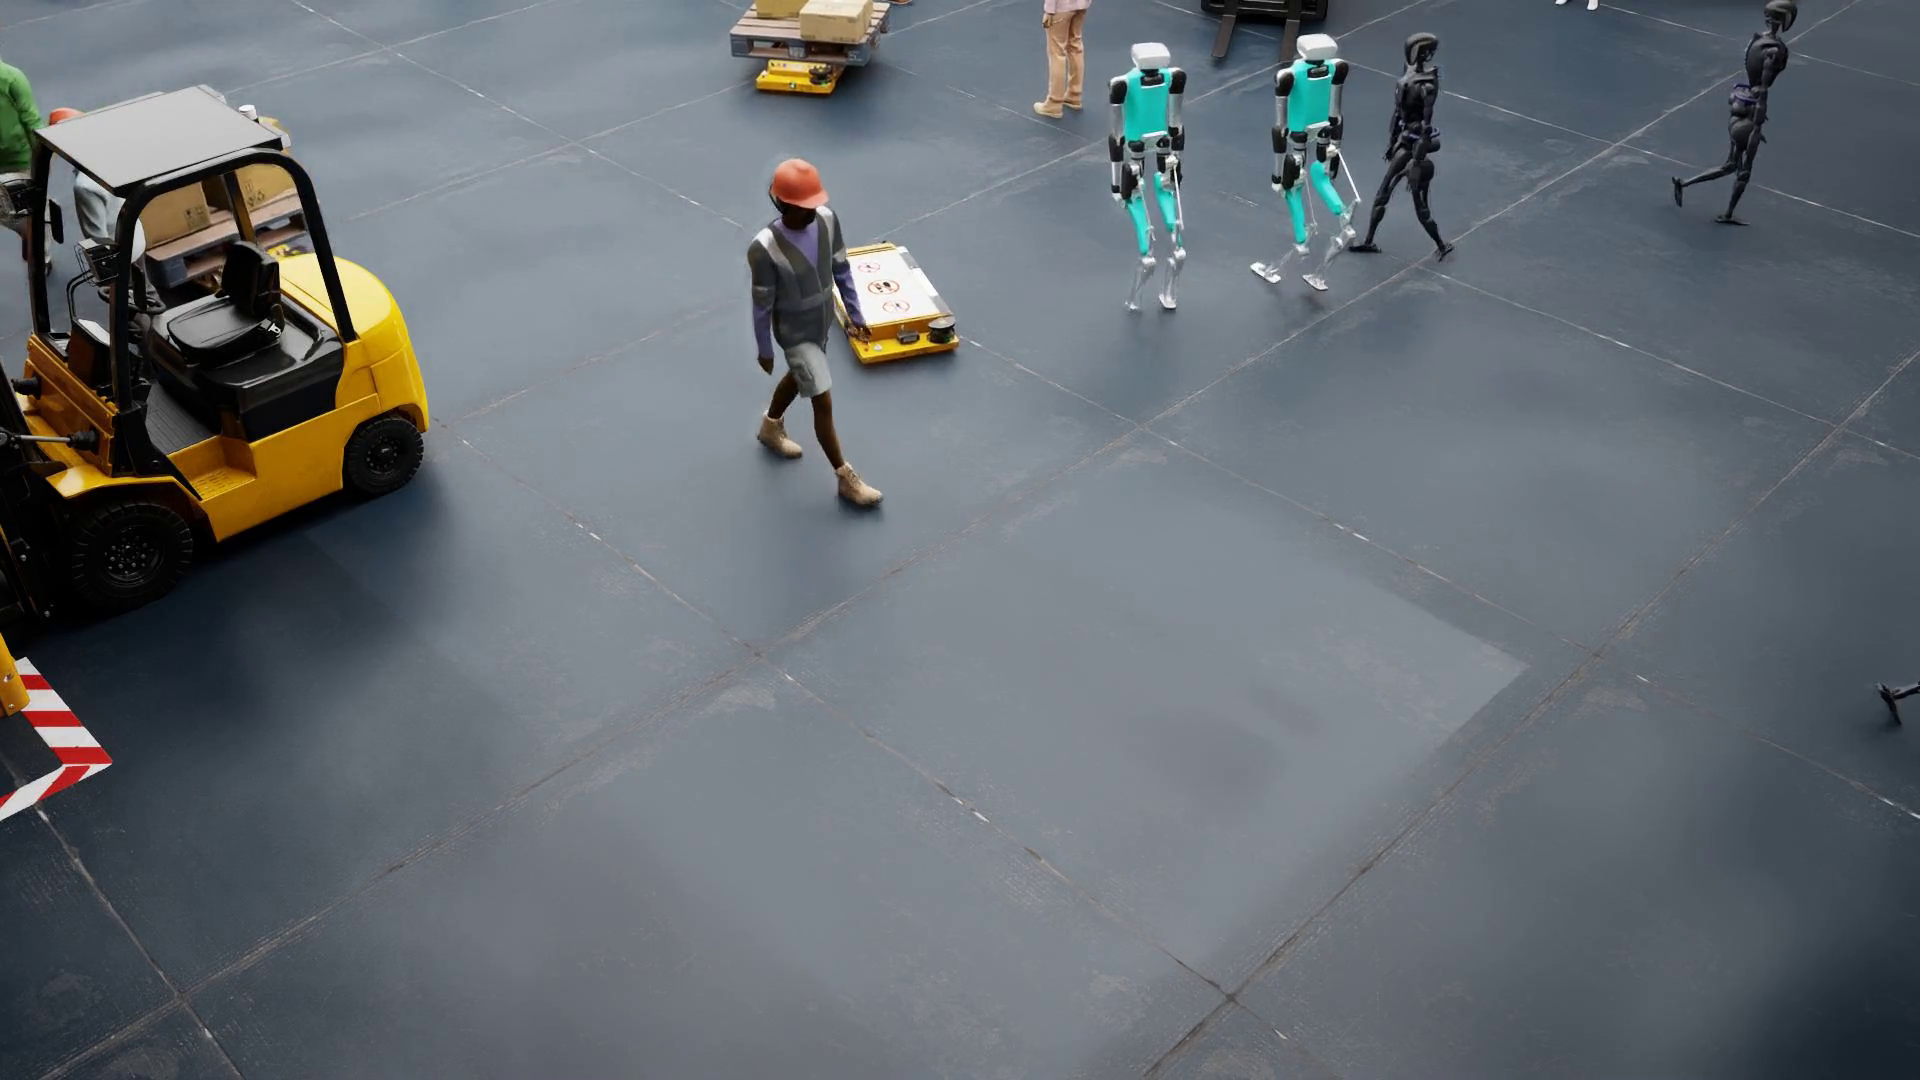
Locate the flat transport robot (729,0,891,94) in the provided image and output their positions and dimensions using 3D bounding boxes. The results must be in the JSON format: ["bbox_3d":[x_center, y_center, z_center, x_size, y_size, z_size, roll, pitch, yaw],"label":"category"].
[{"bbox_3d":[-1.307,-4.334,14.798,0.659,0.231,1.431,7,37,9],"label":"flat transport robot"}]

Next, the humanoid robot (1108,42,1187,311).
[{"bbox_3d":[1.289,-2.254,10.815,0.530,1.813,0.756,-13,39,-17],"label":"humanoid robot"}]

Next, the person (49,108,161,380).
[{"bbox_3d":[-5.185,-1.801,10.177,0.352,1.742,0.572,-4,37,-5],"label":"person"}]

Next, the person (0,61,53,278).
[{"bbox_3d":[-6.435,-2.599,11.233,0.599,1.755,0.446,-4,37,-5],"label":"person"}]

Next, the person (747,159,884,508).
[{"bbox_3d":[-0.848,-1.181,9.145,1.037,1.994,0.626,24,43,28],"label":"person"}]

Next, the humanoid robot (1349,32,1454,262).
[{"bbox_3d":[3.158,-2.693,11.479,0.724,1.663,0.586,-5,37,-7],"label":"humanoid robot"}]

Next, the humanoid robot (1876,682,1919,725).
[{"bbox_3d":[4.687,0.314,7.418,0.688,1.638,0.614,16,40,20],"label":"humanoid robot"}]

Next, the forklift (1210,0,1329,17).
[{"bbox_3d":[3.106,-6.400,15.960,1.214,2.155,2.313,8,37,10],"label":"forklift"}]

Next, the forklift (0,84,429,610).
[{"bbox_3d":[-4.145,-1.093,8.856,2.313,2.155,1.214,-31,47,-34],"label":"forklift"}]

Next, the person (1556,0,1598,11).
[{"bbox_3d":[6.030,-5.852,15.684,0.512,1.638,0.307,21,41,25],"label":"person"}]

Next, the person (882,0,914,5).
[{"bbox_3d":[-0.647,-6.089,15.756,0.367,1.936,0.629,-4,37,-5],"label":"person"}]

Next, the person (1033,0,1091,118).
[{"bbox_3d":[0.884,-4.345,13.558,0.415,1.774,0.537,26,44,30],"label":"person"}]

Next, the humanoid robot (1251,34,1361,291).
[{"bbox_3d":[2.366,-2.372,10.961,0.534,1.787,0.866,-16,40,-20],"label":"humanoid robot"}]

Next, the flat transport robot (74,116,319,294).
[{"bbox_3d":[-5.247,-2.045,11.734,1.431,0.231,0.659,27,44,31],"label":"flat transport robot"}]

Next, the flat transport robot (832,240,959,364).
[{"bbox_3d":[-0.545,-1.640,11.192,0.659,0.231,1.431,-12,38,-15],"label":"flat transport robot"}]

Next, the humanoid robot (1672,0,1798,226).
[{"bbox_3d":[5.584,-3.067,11.932,0.577,1.634,0.589,10,38,13],"label":"humanoid robot"}]
